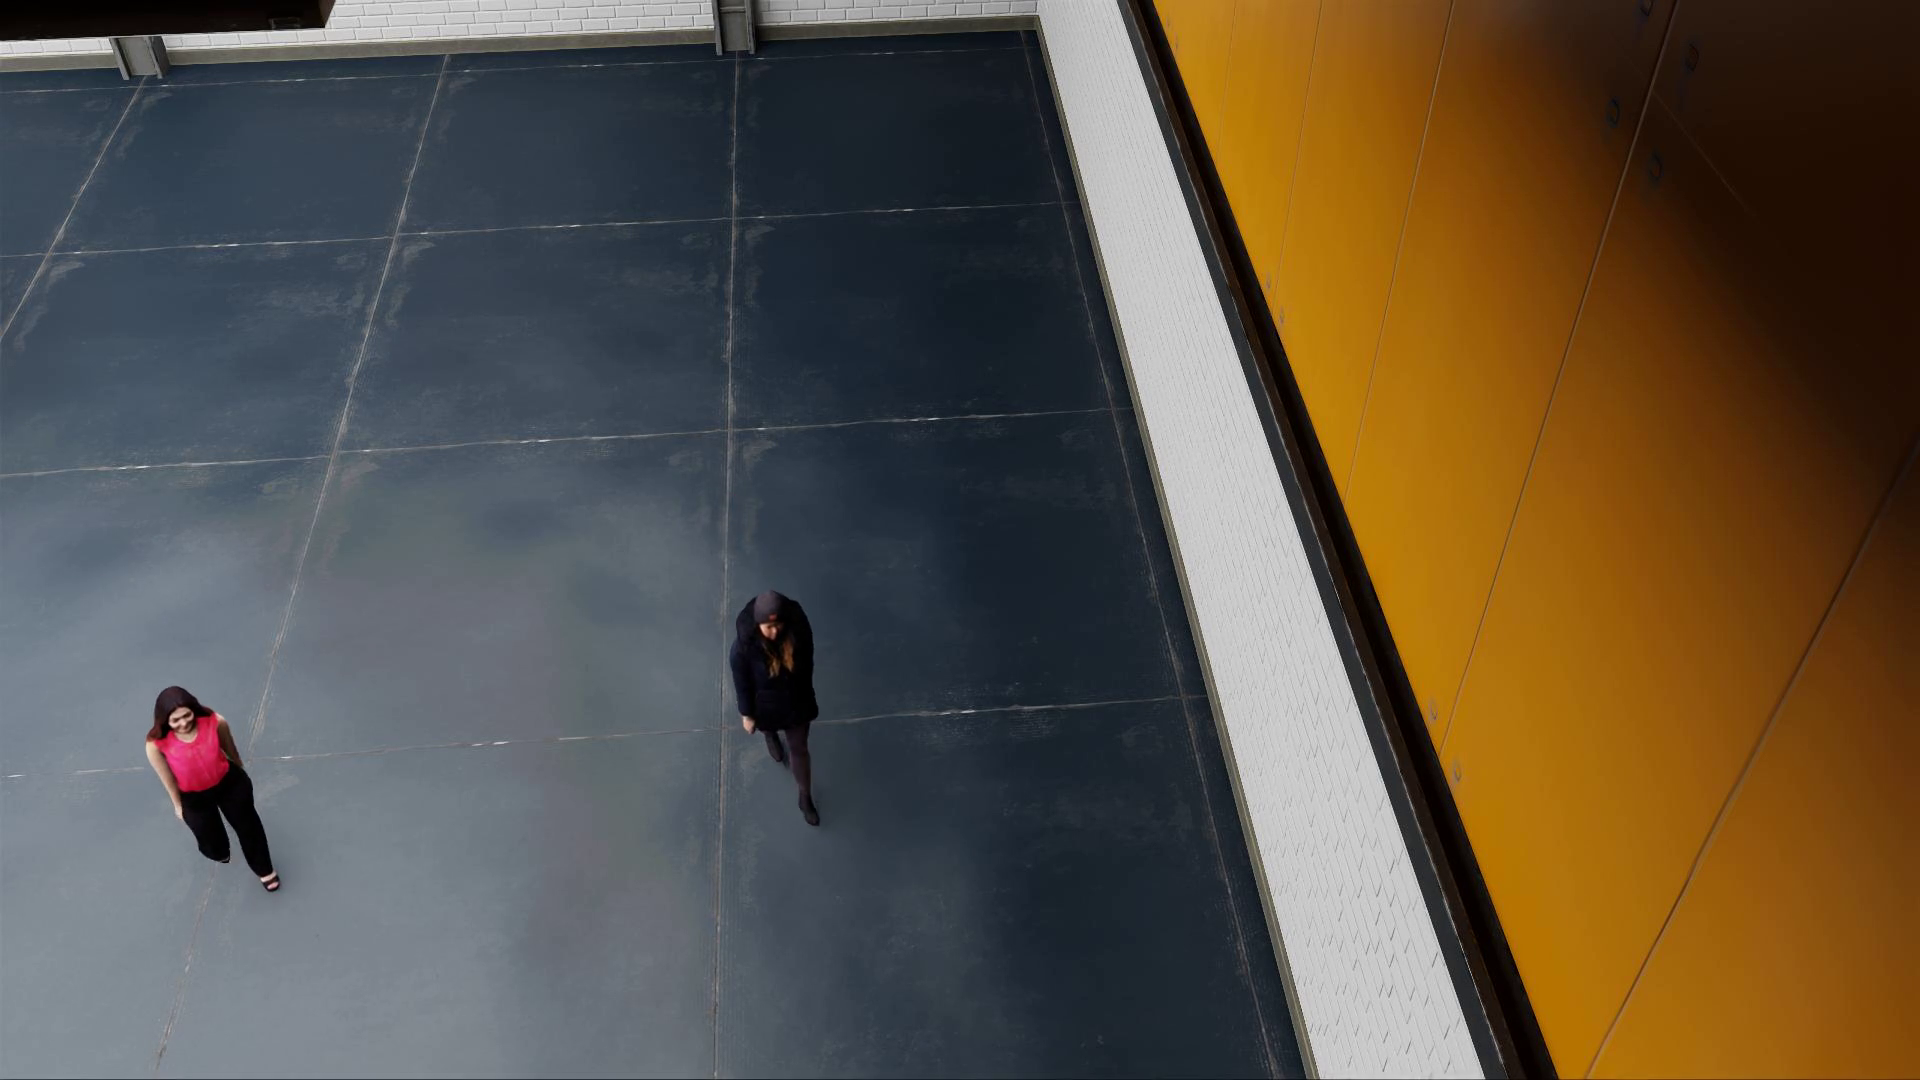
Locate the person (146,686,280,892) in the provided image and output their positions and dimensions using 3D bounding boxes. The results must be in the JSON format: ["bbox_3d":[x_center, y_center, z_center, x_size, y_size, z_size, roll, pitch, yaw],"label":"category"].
[{"bbox_3d":[-4.223,1.382,9.340,0.788,1.646,0.838,-30,51,-28],"label":"person"}]

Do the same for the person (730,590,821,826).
[{"bbox_3d":[-1.116,0.867,9.893,1.102,1.628,0.939,-16,46,-16],"label":"person"}]
